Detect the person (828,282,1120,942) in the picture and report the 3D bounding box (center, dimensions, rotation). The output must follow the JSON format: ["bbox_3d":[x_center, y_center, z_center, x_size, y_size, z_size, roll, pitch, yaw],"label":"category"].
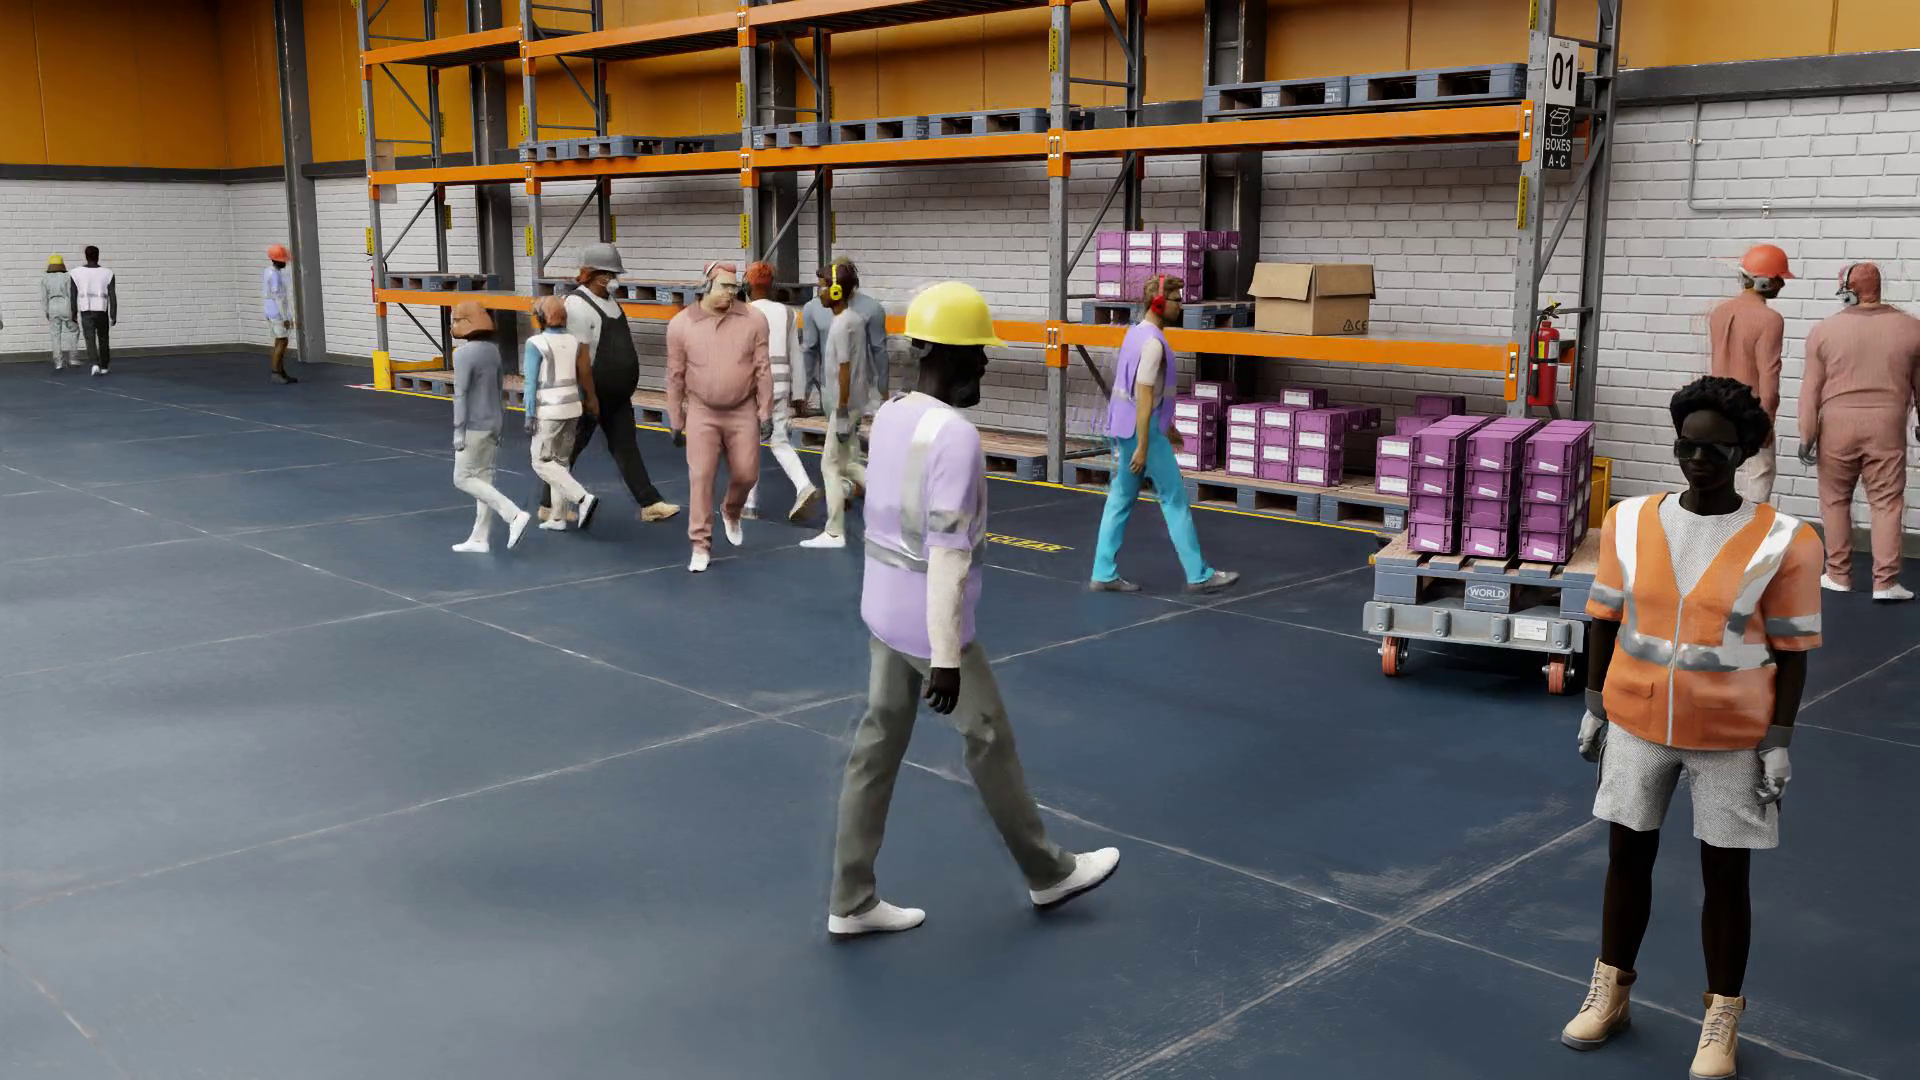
[{"bbox_3d":[0.013,0.211,4.810,0.945,1.880,0.617,-5,12,-26],"label":"person"}]

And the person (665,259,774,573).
[{"bbox_3d":[-1.484,-0.785,10.256,0.667,1.879,0.749,-2,11,-12],"label":"person"}]

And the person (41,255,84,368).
[{"bbox_3d":[-13.755,-3.502,25.495,0.518,1.718,0.639,-1,10,-4],"label":"person"}]

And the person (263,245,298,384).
[{"bbox_3d":[-9.293,-3.057,22.641,0.429,1.891,0.593,-6,12,-30],"label":"person"}]

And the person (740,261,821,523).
[{"bbox_3d":[-1.329,-1.029,11.697,0.595,1.856,0.836,-7,13,-35],"label":"person"}]

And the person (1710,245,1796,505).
[{"bbox_3d":[4.747,-0.792,10.081,0.689,1.955,0.680,-3,11,-17],"label":"person"}]

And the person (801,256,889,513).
[{"bbox_3d":[-0.851,-1.183,12.477,0.633,1.882,1.042,2,11,9],"label":"person"}]

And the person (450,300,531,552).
[{"bbox_3d":[-3.004,-0.704,10.513,0.504,1.618,0.519,2,11,11],"label":"person"}]

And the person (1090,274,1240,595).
[{"bbox_3d":[1.156,-0.575,9.342,0.909,1.800,0.566,-1,10,-7],"label":"person"}]

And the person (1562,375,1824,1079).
[{"bbox_3d":[1.753,0.453,4.007,0.535,1.699,0.318,9,13,39],"label":"person"}]

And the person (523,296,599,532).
[{"bbox_3d":[-2.681,-0.833,11.217,0.541,1.620,0.518,6,12,28],"label":"person"}]

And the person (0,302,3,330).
[{"bbox_3d":[-13.819,-3.081,23.476,0.535,1.624,0.365,-7,12,-32],"label":"person"}]

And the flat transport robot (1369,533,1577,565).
[{"bbox_3d":[3.243,0.084,9.915,1.431,0.197,0.652,7,12,33],"label":"flat transport robot"}]

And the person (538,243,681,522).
[{"bbox_3d":[-2.535,-1.116,11.628,1.033,2.000,0.698,3,11,15],"label":"person"}]

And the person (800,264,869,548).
[{"bbox_3d":[-0.675,-0.841,10.672,0.674,1.844,0.549,1,10,7],"label":"person"}]

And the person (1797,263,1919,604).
[{"bbox_3d":[5.050,-0.591,9.272,0.728,1.874,0.492,4,11,22],"label":"person"}]

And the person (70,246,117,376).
[{"bbox_3d":[-12.559,-3.325,24.134,0.608,1.880,0.962,-6,12,-29],"label":"person"}]
